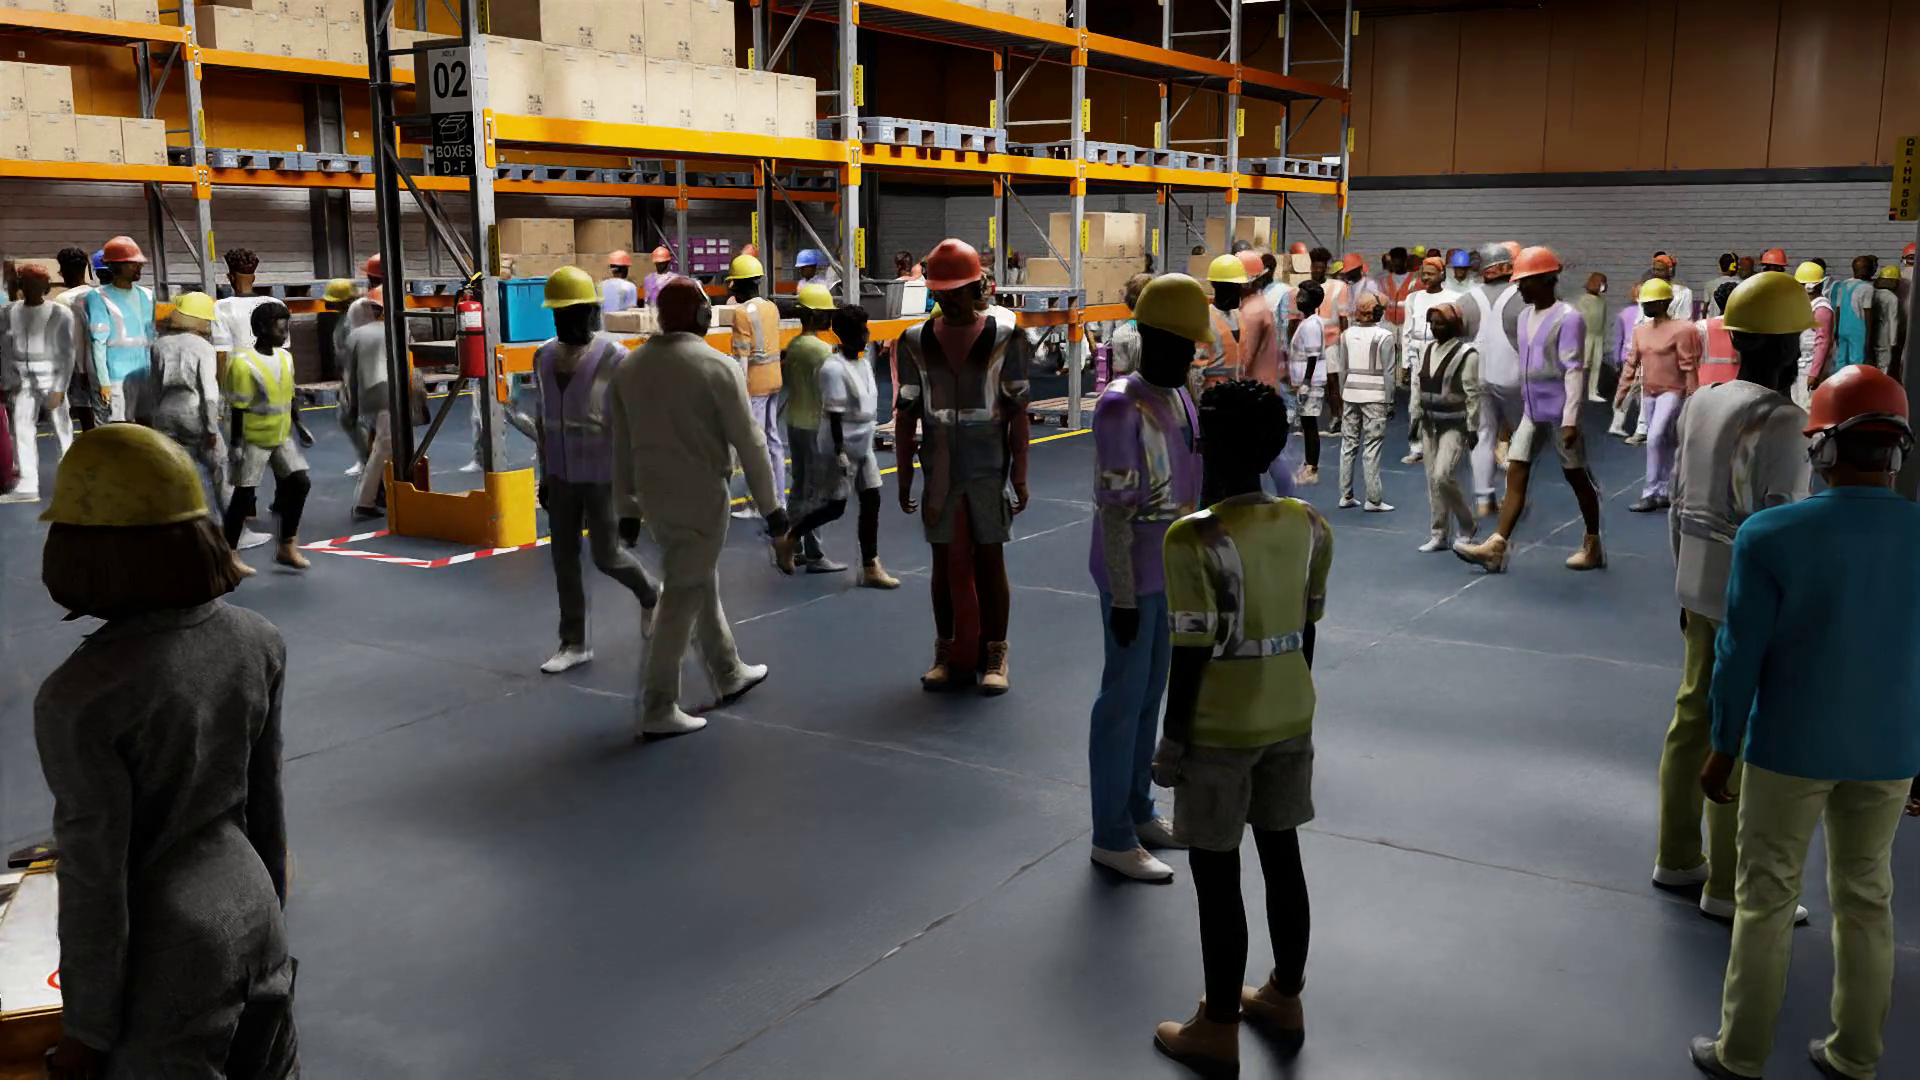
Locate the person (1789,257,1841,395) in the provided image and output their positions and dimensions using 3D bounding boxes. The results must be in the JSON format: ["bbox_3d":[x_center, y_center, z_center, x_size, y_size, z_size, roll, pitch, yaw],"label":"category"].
[{"bbox_3d":[11.224,-2.807,21.837,0.660,1.812,0.740,10,14,44],"label":"person"}]

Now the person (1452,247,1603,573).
[{"bbox_3d":[3.550,-0.770,10.079,1.058,1.972,0.747,-3,11,-17],"label":"person"}]

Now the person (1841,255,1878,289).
[{"bbox_3d":[10.826,-2.498,20.008,0.563,1.846,0.390,-1,10,-8],"label":"person"}]

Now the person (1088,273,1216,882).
[{"bbox_3d":[0.622,0.112,5.356,0.392,1.917,0.589,5,11,27],"label":"person"}]

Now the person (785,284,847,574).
[{"bbox_3d":[-0.890,-0.679,10.180,0.332,1.760,0.526,-6,12,-29],"label":"person"}]

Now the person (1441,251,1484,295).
[{"bbox_3d":[5.874,-2.459,19.677,0.615,1.909,0.997,4,11,20],"label":"person"}]

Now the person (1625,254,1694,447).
[{"bbox_3d":[6.859,-1.847,16.299,0.337,1.882,0.585,-7,13,-35],"label":"person"}]

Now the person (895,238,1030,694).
[{"bbox_3d":[0.006,-0.318,7.435,0.617,2.030,0.409,2,10,12],"label":"person"}]

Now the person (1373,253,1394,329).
[{"bbox_3d":[6.410,-3.415,25.156,0.367,1.833,0.522,-4,11,-19],"label":"person"}]

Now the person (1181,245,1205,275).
[{"bbox_3d":[3.849,-3.837,27.191,0.371,1.934,0.627,-5,11,-25],"label":"person"}]

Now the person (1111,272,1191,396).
[{"bbox_3d":[1.200,-0.750,10.371,0.538,1.825,0.465,-4,11,-19],"label":"person"}]

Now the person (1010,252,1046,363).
[{"bbox_3d":[0.971,-3.787,27.227,0.965,1.829,0.661,0,10,-1],"label":"person"}]

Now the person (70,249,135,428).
[{"bbox_3d":[-6.941,-1.407,13.686,0.617,1.944,0.397,-2,10,-13],"label":"person"}]

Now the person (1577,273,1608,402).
[{"bbox_3d":[7.912,-2.556,20.947,0.517,1.617,0.533,-5,12,-28],"label":"person"}]

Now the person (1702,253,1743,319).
[{"bbox_3d":[9.251,-2.537,20.179,0.331,1.866,0.513,-9,14,-41],"label":"person"}]

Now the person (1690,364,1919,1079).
[{"bbox_3d":[2.033,0.462,3.908,0.573,1.740,0.352,0,10,0],"label":"person"}]

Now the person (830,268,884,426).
[{"bbox_3d":[-1.128,-2.193,18.168,0.597,1.907,0.404,-2,10,-10],"label":"person"}]

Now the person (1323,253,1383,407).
[{"bbox_3d":[4.783,-2.496,19.964,1.011,1.860,0.596,-3,11,-14],"label":"person"}]

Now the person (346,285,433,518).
[{"bbox_3d":[-4.222,-1.030,12.290,0.581,1.699,0.944,4,11,22],"label":"person"}]

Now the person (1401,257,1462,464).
[{"bbox_3d":[4.236,-1.593,14.930,0.579,1.878,0.340,9,13,39],"label":"person"}]

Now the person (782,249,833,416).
[{"bbox_3d":[-1.710,-2.323,18.865,0.825,1.908,0.677,-8,13,-38],"label":"person"}]

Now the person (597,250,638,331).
[{"bbox_3d":[-3.911,-2.344,18.970,0.551,1.915,0.731,6,12,30],"label":"person"}]

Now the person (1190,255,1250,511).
[{"bbox_3d":[1.713,-0.905,10.961,0.388,1.926,0.590,8,13,38],"label":"person"}]

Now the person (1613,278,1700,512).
[{"bbox_3d":[5.144,-1.059,12.336,0.746,1.731,0.587,-4,11,-23],"label":"person"}]

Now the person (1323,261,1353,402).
[{"bbox_3d":[4.744,-2.590,20.766,0.523,1.760,0.334,-4,11,-20],"label":"person"}]

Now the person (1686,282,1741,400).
[{"bbox_3d":[6.094,-1.213,13.328,0.536,1.693,0.319,4,11,23],"label":"person"}]

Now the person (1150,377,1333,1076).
[{"bbox_3d":[0.680,0.452,4.078,0.539,1.695,0.318,-8,13,-37],"label":"person"}]

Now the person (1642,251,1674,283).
[{"bbox_3d":[11.168,-3.699,26.672,0.509,1.842,0.329,9,14,41],"label":"person"}]

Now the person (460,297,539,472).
[{"bbox_3d":[-4.037,-1.458,14.722,0.501,1.690,0.844,9,14,41],"label":"person"}]

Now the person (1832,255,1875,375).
[{"bbox_3d":[10.304,-2.345,19.167,0.342,1.845,0.506,-2,11,-13],"label":"person"}]

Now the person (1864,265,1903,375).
[{"bbox_3d":[10.712,-2.316,19.340,0.326,1.737,0.493,-2,10,-11],"label":"person"}]
